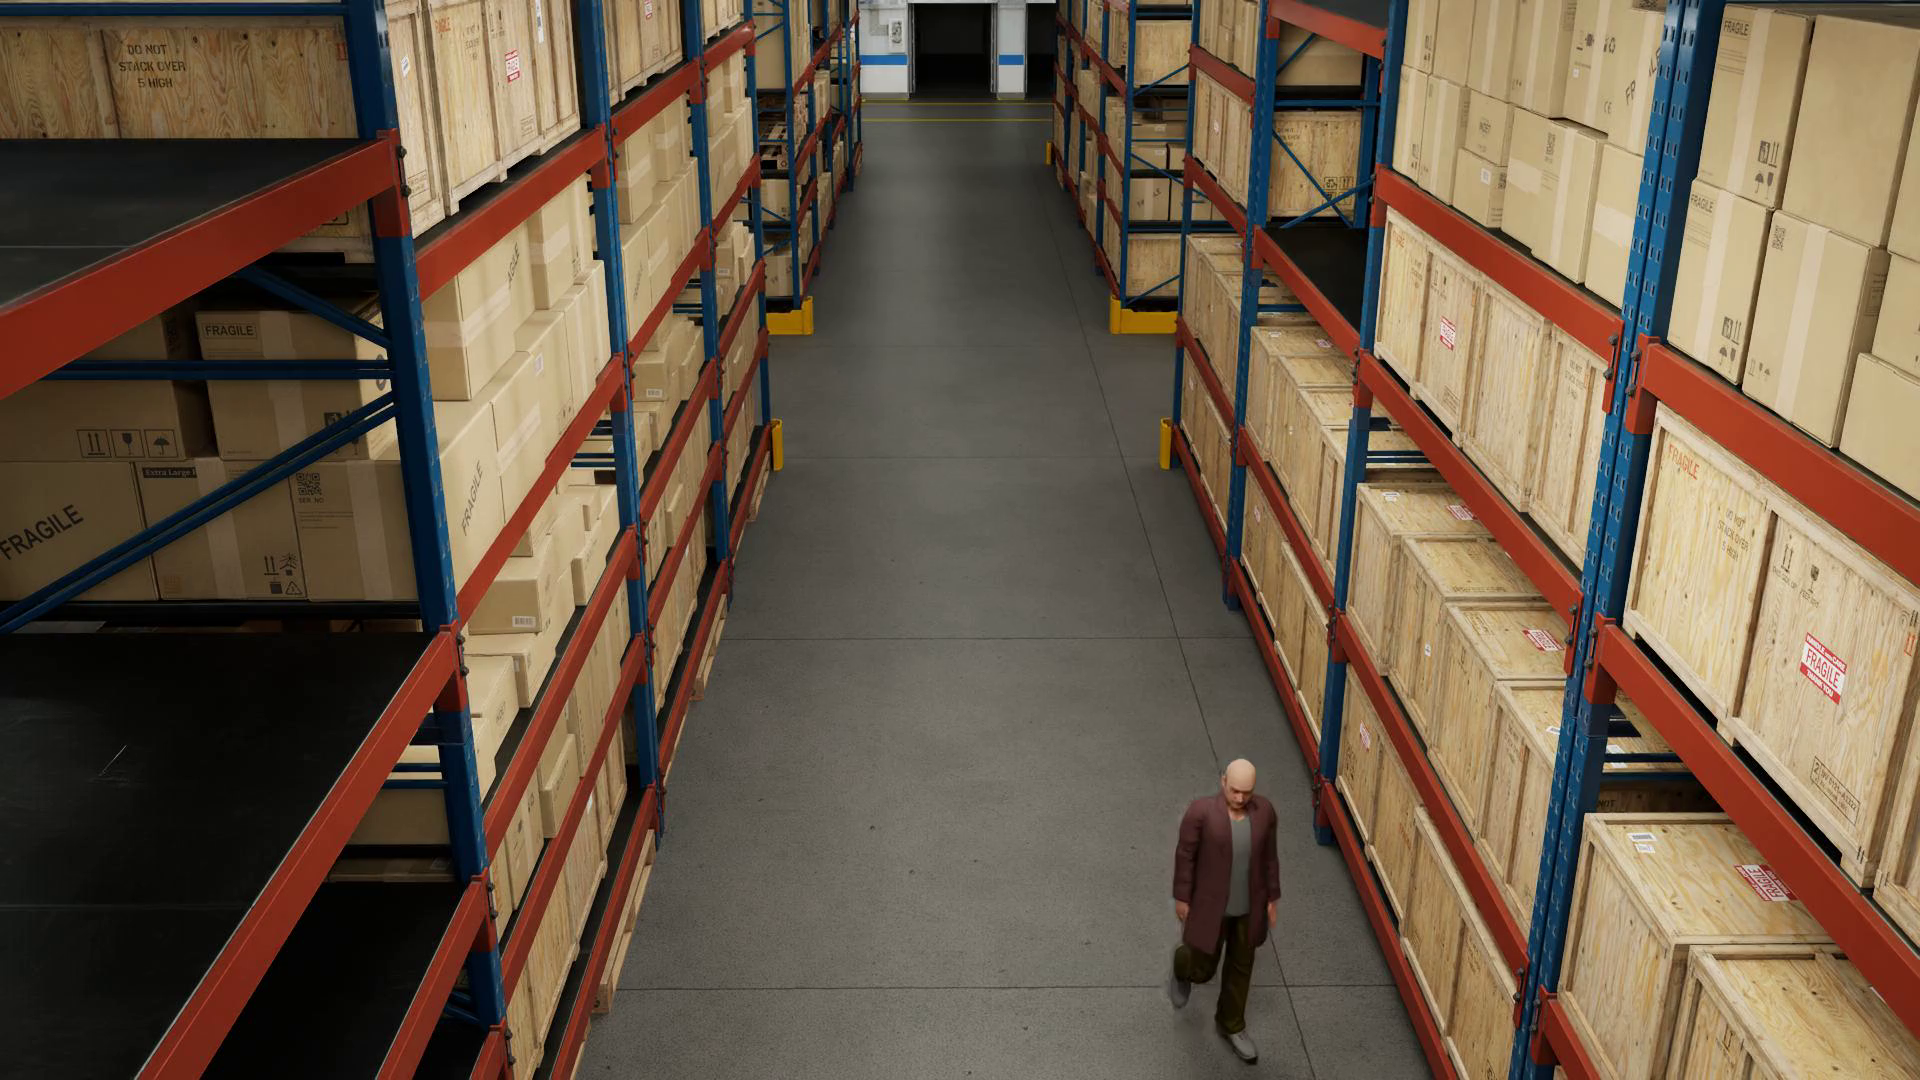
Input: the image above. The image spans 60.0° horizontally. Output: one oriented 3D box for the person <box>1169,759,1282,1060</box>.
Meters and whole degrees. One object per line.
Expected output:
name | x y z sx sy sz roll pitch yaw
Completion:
person | 1.495 2.009 9.355 0.609 1.777 0.694 -4 22 -11
